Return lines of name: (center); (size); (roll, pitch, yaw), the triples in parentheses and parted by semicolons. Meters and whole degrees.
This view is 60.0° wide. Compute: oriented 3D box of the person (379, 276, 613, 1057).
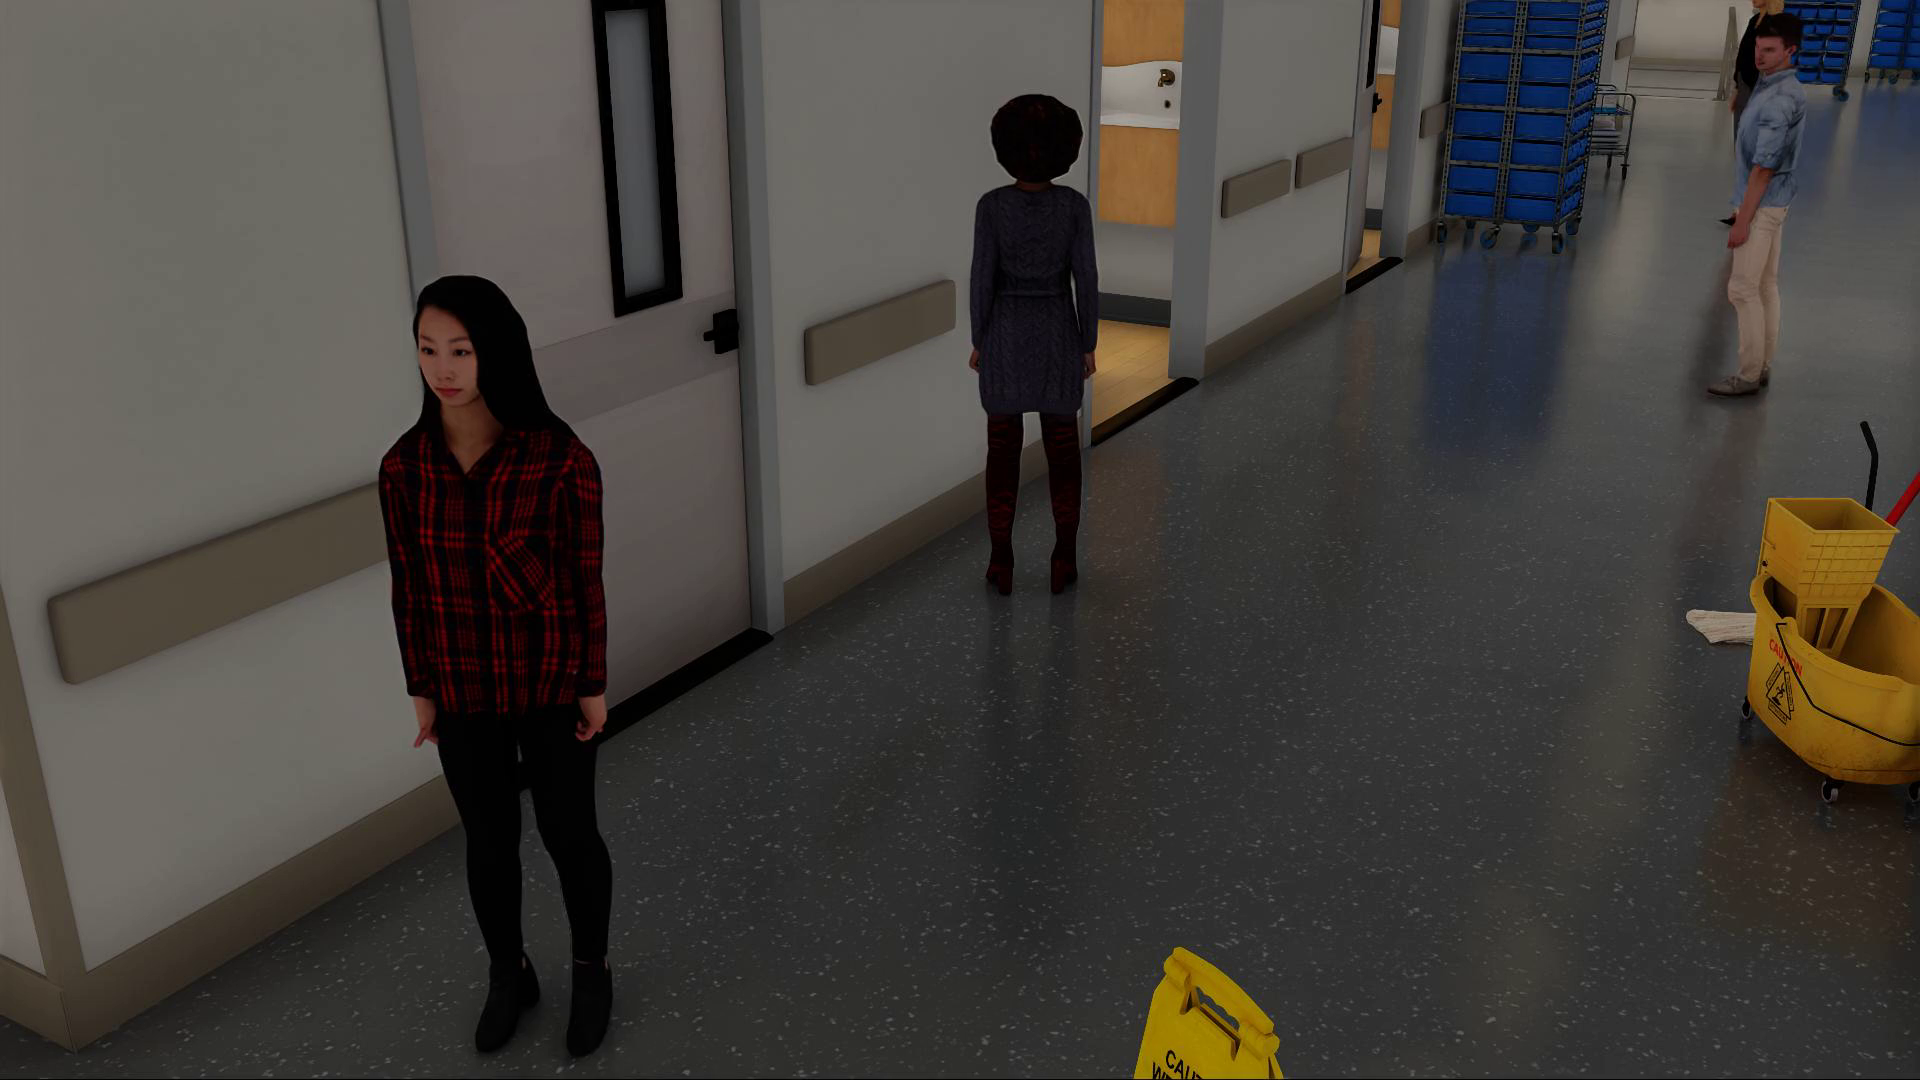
person: (-0.893, 0.281, 3.334); (0.658, 1.651, 0.668); (0, 21, 0)

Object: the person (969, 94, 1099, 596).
person: (0.246, -0.646, 5.699); (0.665, 1.710, 0.663); (1, 21, 1)

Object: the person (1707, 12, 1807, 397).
person: (3.965, -1.627, 8.123); (0.907, 1.828, 0.488); (16, 26, 36)

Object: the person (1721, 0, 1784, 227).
person: (5.923, -3.245, 12.382); (0.746, 1.836, 0.646); (0, 21, 1)
